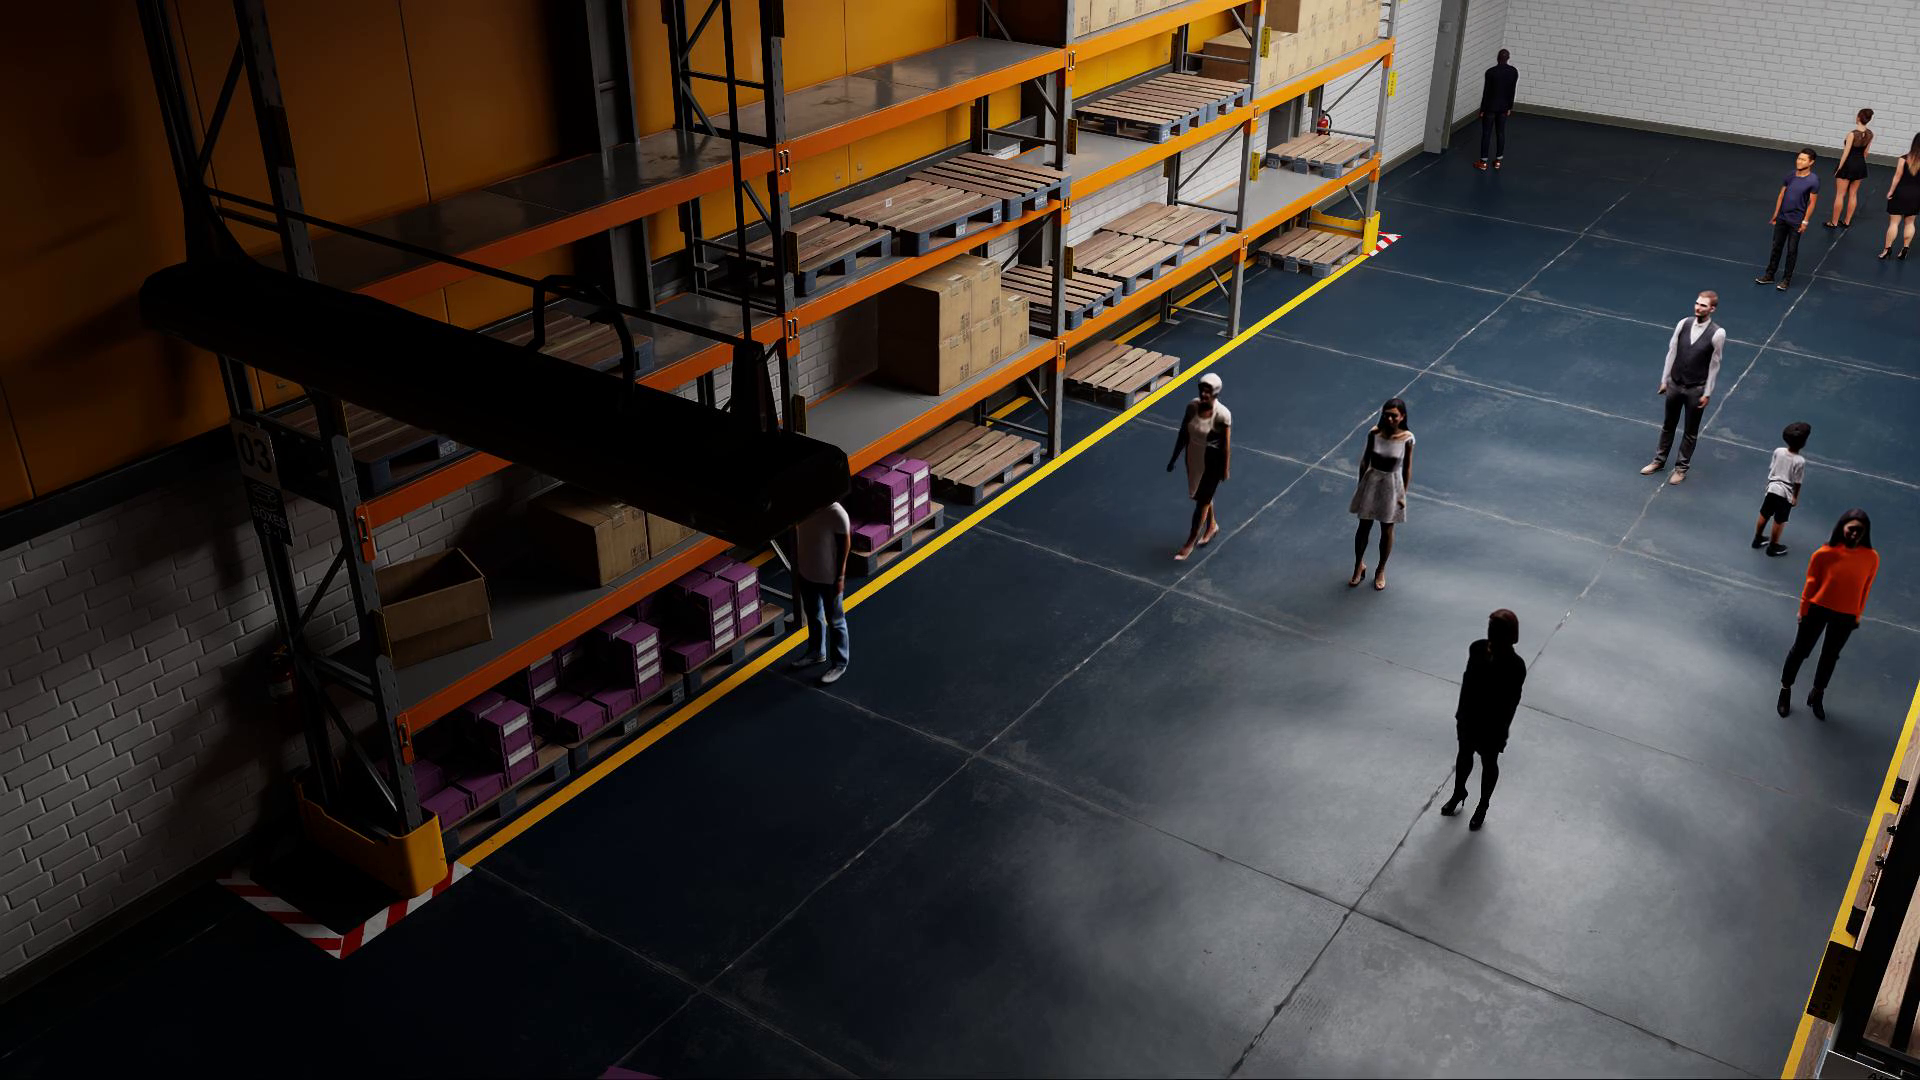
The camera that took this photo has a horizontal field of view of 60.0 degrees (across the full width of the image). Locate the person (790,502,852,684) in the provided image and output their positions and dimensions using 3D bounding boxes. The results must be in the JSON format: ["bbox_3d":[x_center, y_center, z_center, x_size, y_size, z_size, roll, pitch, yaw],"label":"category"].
[{"bbox_3d":[-1.081,0.229,13.029,0.707,1.866,0.617,25,37,38],"label":"person"}]

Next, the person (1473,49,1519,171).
[{"bbox_3d":[8.290,-6.671,25.730,0.776,1.817,0.836,-5,29,-9],"label":"person"}]

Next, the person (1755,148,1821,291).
[{"bbox_3d":[10.502,-4.065,20.976,0.661,1.793,0.709,-18,33,-29],"label":"person"}]

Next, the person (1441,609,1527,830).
[{"bbox_3d":[3.601,1.209,11.399,0.589,1.706,0.637,-21,35,-33],"label":"person"}]

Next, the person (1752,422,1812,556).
[{"bbox_3d":[7.386,-0.470,14.946,0.588,1.257,0.555,-15,32,-25],"label":"person"}]

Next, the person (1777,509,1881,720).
[{"bbox_3d":[6.570,0.549,12.565,0.699,1.748,0.688,5,29,10],"label":"person"}]

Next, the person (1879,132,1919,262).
[{"bbox_3d":[12.479,-4.525,21.900,0.764,1.716,0.775,2,29,4],"label":"person"}]

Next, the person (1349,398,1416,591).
[{"bbox_3d":[3.624,-0.398,14.273,0.703,1.774,0.703,12,31,20],"label":"person"}]

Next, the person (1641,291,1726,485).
[{"bbox_3d":[7.070,-1.503,16.128,0.647,1.938,0.717,-22,35,-34],"label":"person"}]

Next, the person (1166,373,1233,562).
[{"bbox_3d":[2.244,-0.700,14.880,1.025,1.724,0.794,-21,35,-34],"label":"person"}]

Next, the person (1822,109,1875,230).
[{"bbox_3d":[12.394,-5.171,23.128,0.673,1.675,0.740,-6,29,-11],"label":"person"}]
